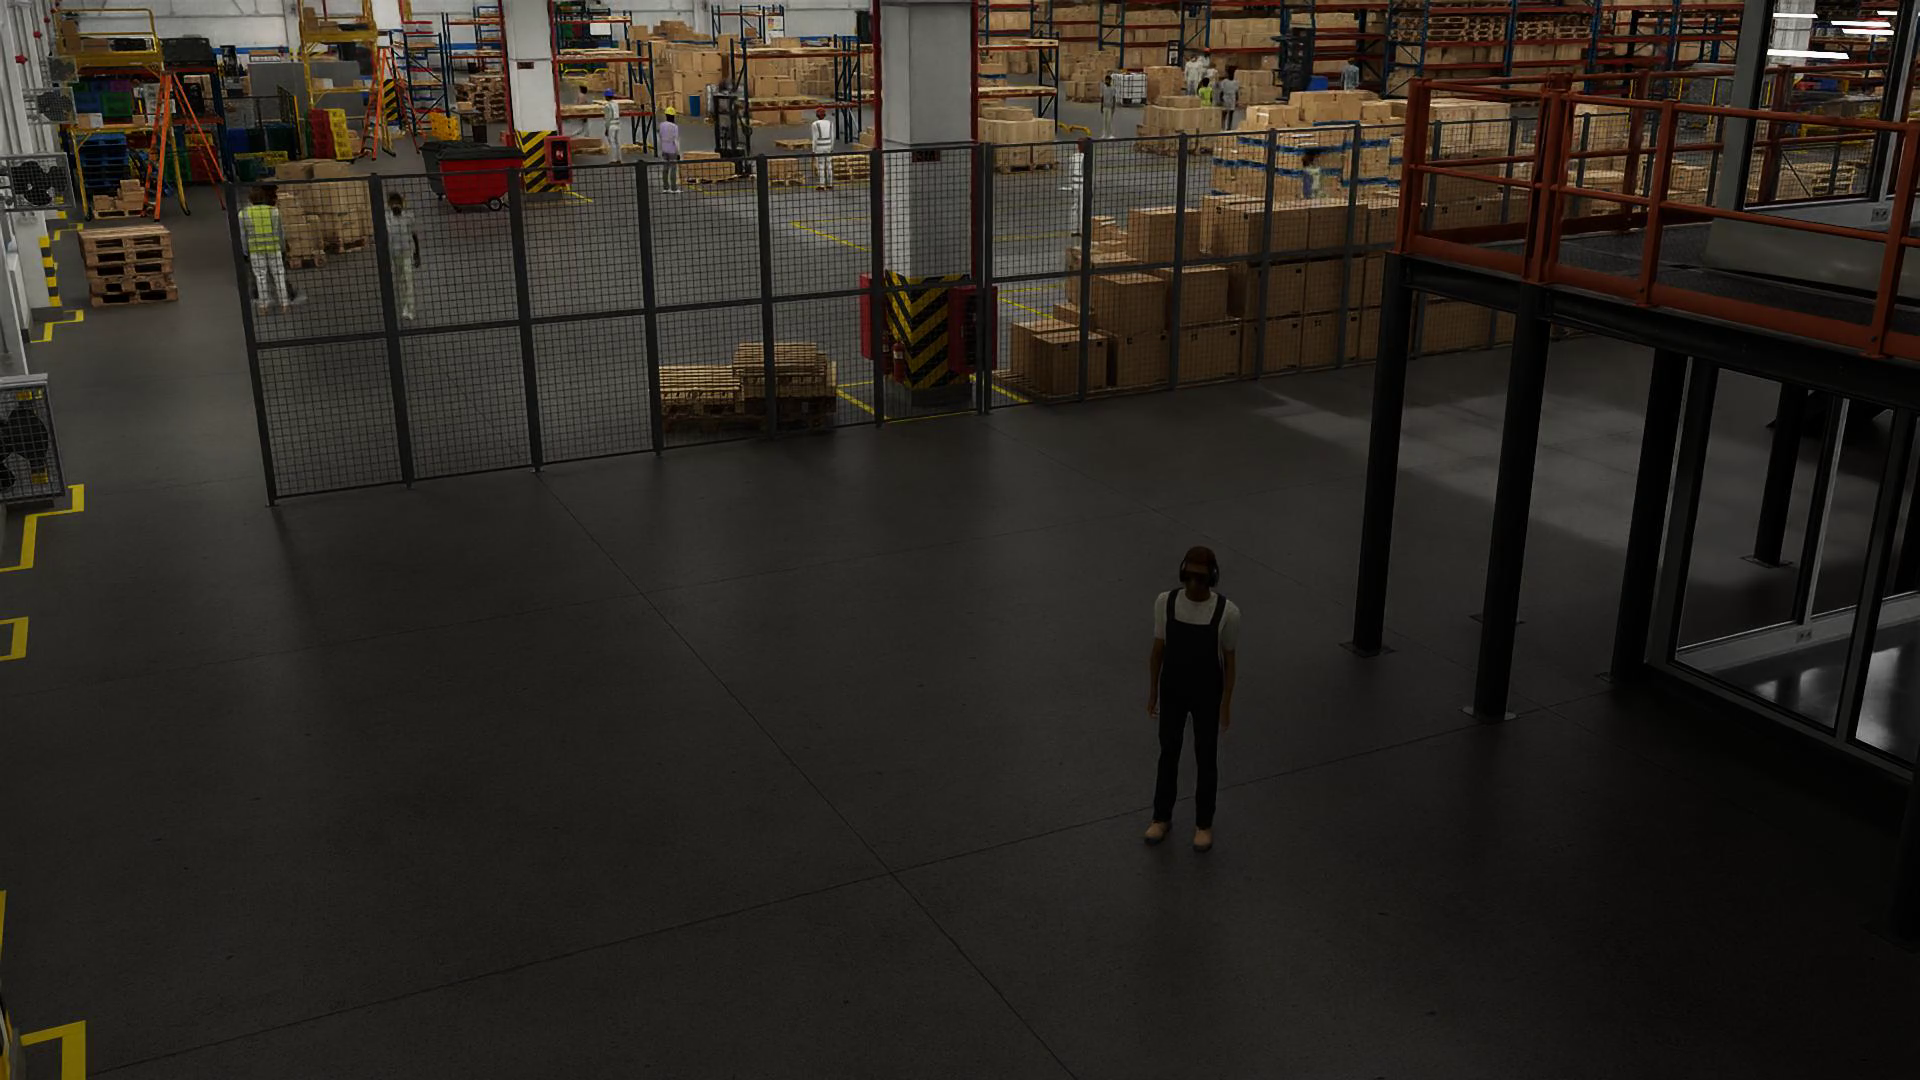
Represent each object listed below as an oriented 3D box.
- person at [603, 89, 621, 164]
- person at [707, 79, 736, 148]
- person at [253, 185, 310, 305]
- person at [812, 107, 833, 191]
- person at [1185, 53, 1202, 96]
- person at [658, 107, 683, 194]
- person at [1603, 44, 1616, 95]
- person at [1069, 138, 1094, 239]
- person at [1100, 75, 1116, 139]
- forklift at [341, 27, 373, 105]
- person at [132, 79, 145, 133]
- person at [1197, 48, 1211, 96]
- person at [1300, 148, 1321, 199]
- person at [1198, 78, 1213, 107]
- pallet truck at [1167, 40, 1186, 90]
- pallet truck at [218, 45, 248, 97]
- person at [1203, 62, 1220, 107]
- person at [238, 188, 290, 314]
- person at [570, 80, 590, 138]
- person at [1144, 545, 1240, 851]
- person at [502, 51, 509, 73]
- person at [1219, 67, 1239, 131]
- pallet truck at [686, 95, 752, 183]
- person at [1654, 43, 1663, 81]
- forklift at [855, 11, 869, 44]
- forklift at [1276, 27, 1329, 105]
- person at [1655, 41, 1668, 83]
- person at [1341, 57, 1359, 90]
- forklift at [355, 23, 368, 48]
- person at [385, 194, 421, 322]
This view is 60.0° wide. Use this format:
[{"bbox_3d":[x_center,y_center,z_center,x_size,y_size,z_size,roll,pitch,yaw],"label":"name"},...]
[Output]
[{"bbox_3d":[-8.981,-10.636,42.909,0.389,1.946,0.614,6,20,16],"label":"person"},{"bbox_3d":[-6.558,-11.595,45.550,0.737,2.000,0.714,13,23,33],"label":"person"},{"bbox_3d":[-10.406,-4.493,25.235,0.989,1.854,0.691,0,19,0],"label":"person"},{"bbox_3d":[-3.149,-8.953,38.129,0.576,1.883,0.354,-15,24,-37],"label":"person"},{"bbox_3d":[8.520,-16.812,60.830,0.630,1.938,0.373,4,19,12],"label":"person"},{"bbox_3d":[-6.561,-8.830,37.722,0.584,1.919,0.388,13,23,32],"label":"person"},{"bbox_3d":[26.010,-18.864,66.726,0.726,1.971,0.627,-6,20,-17],"label":"person"},{"bbox_3d":[2.306,-6.638,31.419,0.351,1.882,0.582,-16,25,-39],"label":"person"},{"bbox_3d":[4.427,-12.934,49.717,0.501,1.861,0.333,14,24,36],"label":"person"},{"bbox_3d":[-22.274,-17.347,60.957,1.873,2.768,1.129,-9,21,-25],"label":"forklift"},{"bbox_3d":[-25.378,-13.405,51.418,0.522,1.631,0.323,5,20,14],"label":"person"},{"bbox_3d":[9.662,-18.378,65.453,0.558,1.876,0.958,-16,25,-39],"label":"person"},{"bbox_3d":[6.081,-5.995,29.524,0.705,1.895,0.636,10,21,27],"label":"person"},{"bbox_3d":[7.520,-13.326,51.086,0.540,1.695,0.317,-9,21,-25],"label":"person"},{"bbox_3d":[9.045,-19.971,69.895,0.823,1.965,1.885,-3,19,-8],"label":"pallet truck"},{"bbox_3d":[-28.879,-18.665,66.111,0.823,1.965,1.885,-3,19,-9],"label":"pallet truck"},{"bbox_3d":[9.193,-16.670,60.897,0.626,1.614,0.460,13,23,33],"label":"person"},{"bbox_3d":[-10.316,-4.288,24.669,0.622,1.845,0.430,-9,21,-24],"label":"person"},{"bbox_3d":[-10.733,-12.041,47.065,0.677,1.904,0.588,-5,20,-15],"label":"person"},{"bbox_3d":[1.332,0.908,9.602,0.508,1.847,0.345,6,20,18],"label":"person"},{"bbox_3d":[-18.279,-18.952,67.412,0.540,1.677,0.521,-9,21,-25],"label":"person"},{"bbox_3d":[8.398,-13.703,51.783,0.632,1.954,0.419,-5,20,-13],"label":"person"},{"bbox_3d":[-5.836,-9.608,39.856,0.823,1.965,1.885,10,22,27],"label":"pallet truck"},{"bbox_3d":[31.666,-21.636,75.127,0.536,1.716,0.828,12,22,31],"label":"person"},{"bbox_3d":[-4.919,-25.174,83.645,1.873,2.768,1.129,-9,21,-25],"label":"forklift"},{"bbox_3d":[12.443,-17.220,60.588,1.873,2.768,1.129,-9,21,-25],"label":"forklift"},{"bbox_3d":[31.038,-21.165,73.508,0.451,1.893,0.668,16,25,39],"label":"person"},{"bbox_3d":[13.584,-15.823,57.959,0.636,1.938,0.358,10,21,26],"label":"person"},{"bbox_3d":[-23.103,-18.770,65.082,1.129,2.768,1.873,14,23,35],"label":"forklift"},{"bbox_3d":[-8.145,-4.117,24.217,0.516,1.818,0.997,-3,19,-8],"label":"person"}]
